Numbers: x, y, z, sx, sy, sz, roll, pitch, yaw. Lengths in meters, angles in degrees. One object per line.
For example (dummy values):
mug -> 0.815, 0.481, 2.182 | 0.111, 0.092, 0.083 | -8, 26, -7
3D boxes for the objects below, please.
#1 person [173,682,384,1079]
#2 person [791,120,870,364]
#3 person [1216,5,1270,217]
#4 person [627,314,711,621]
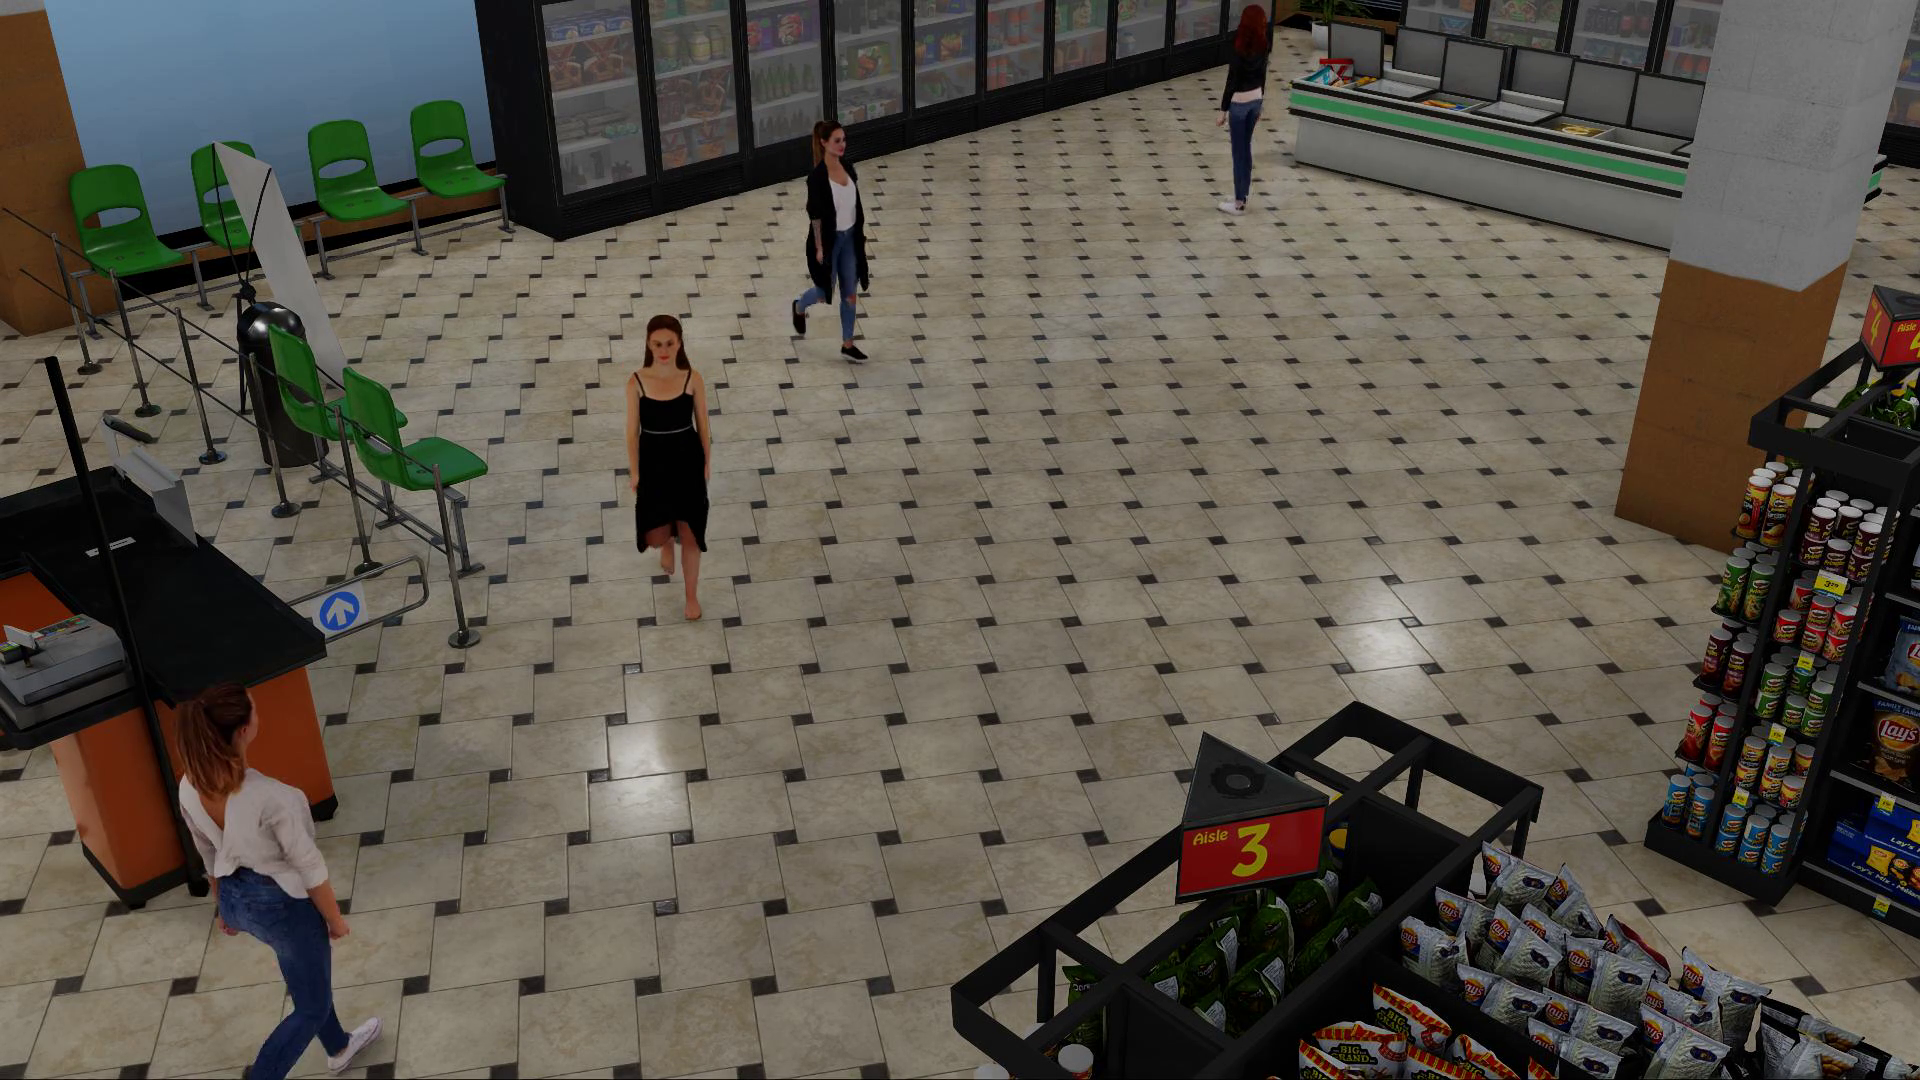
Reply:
person -> -2.260, 1.258, 5.364 | 1.061, 1.699, 0.876 | 13, 31, 23
person -> -0.928, -2.054, 11.464 | 0.921, 1.668, 0.606 | 25, 37, 37
person -> 2.480, -3.694, 14.346 | 0.608, 1.785, 0.660 | -20, 35, -32
person -> -1.475, -0.403, 8.497 | 0.808, 1.612, 0.907 | -5, 29, -9
